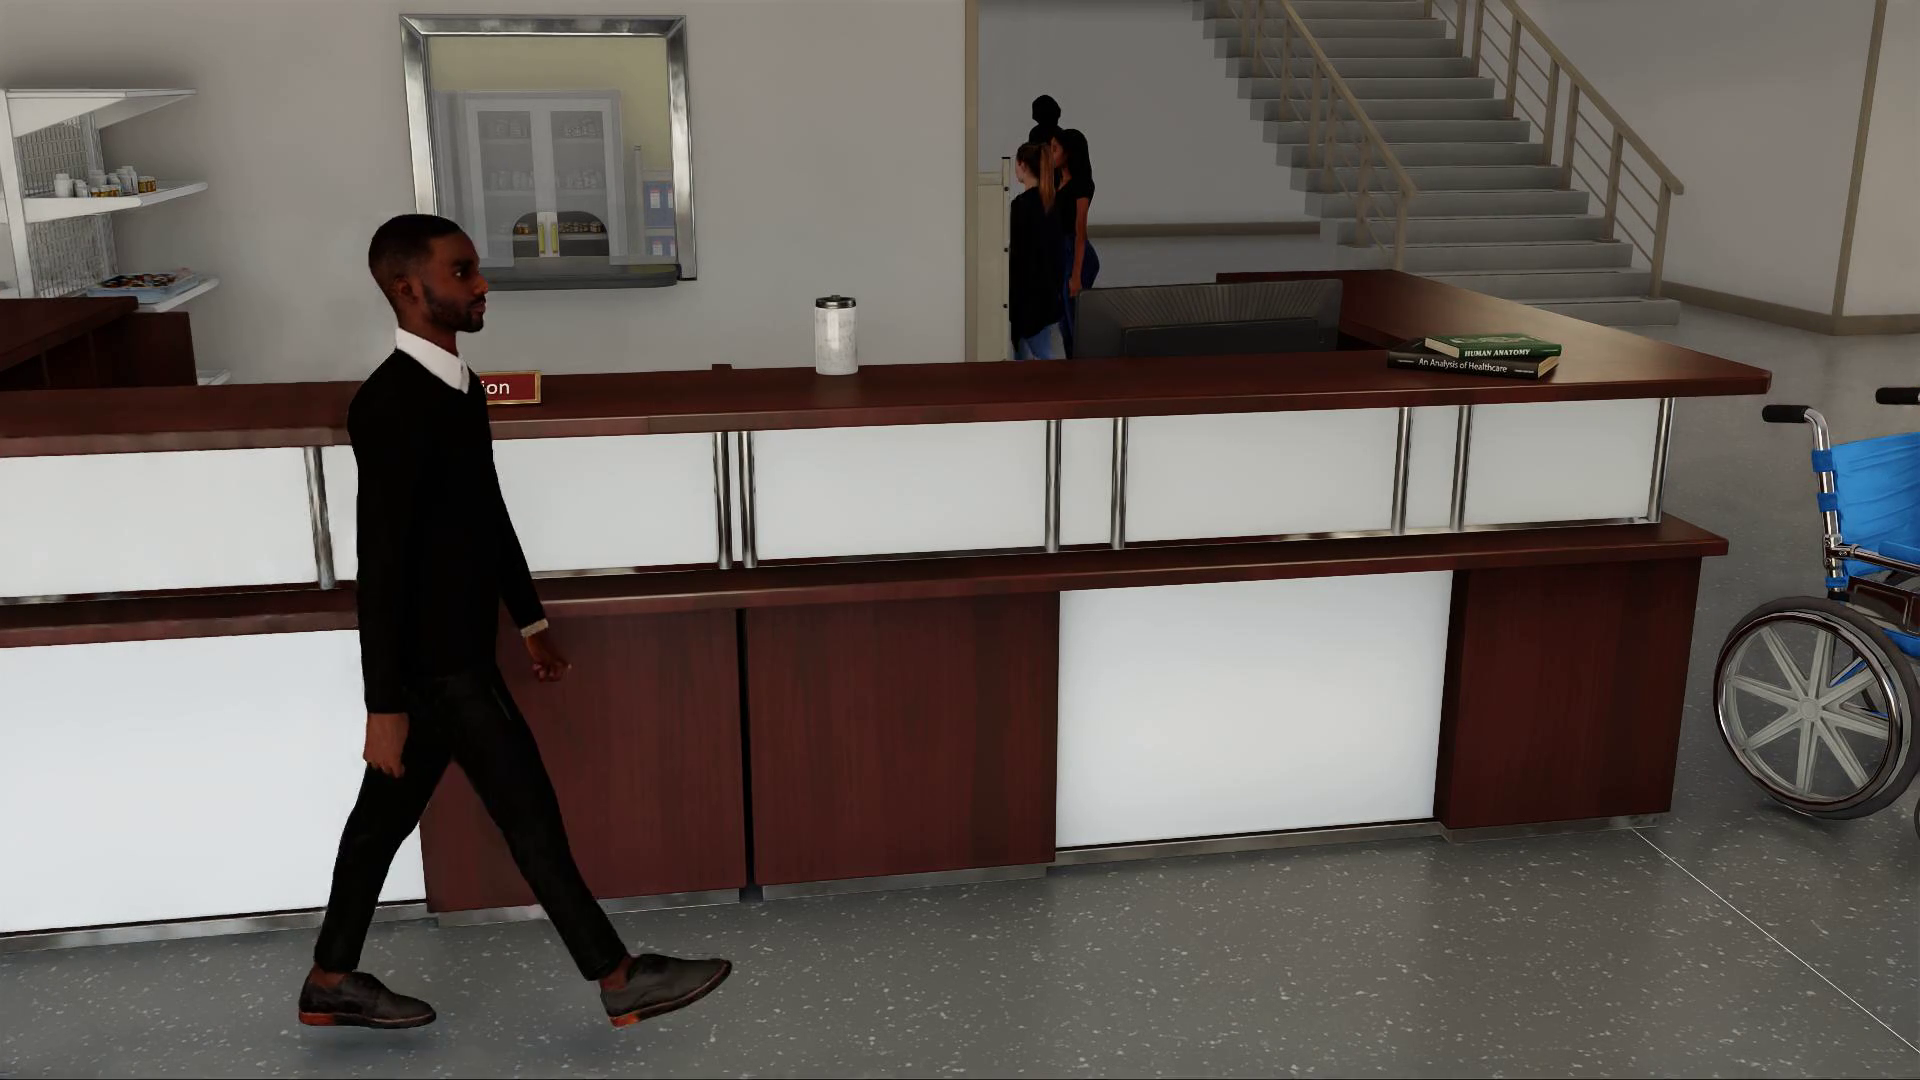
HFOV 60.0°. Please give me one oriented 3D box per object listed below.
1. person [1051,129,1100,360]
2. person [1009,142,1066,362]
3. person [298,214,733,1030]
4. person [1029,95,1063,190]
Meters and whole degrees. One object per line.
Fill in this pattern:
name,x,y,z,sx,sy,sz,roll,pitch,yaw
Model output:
person,0.711,-1.653,10.279,0.645,1.734,0.495,-4,16,-15
person,0.509,-1.438,9.648,0.969,1.663,0.893,10,19,33
person,-1.176,0.257,3.462,0.831,1.757,1.150,-1,16,-2
person,0.915,-3.847,17.869,0.707,1.827,0.690,-11,19,-35
